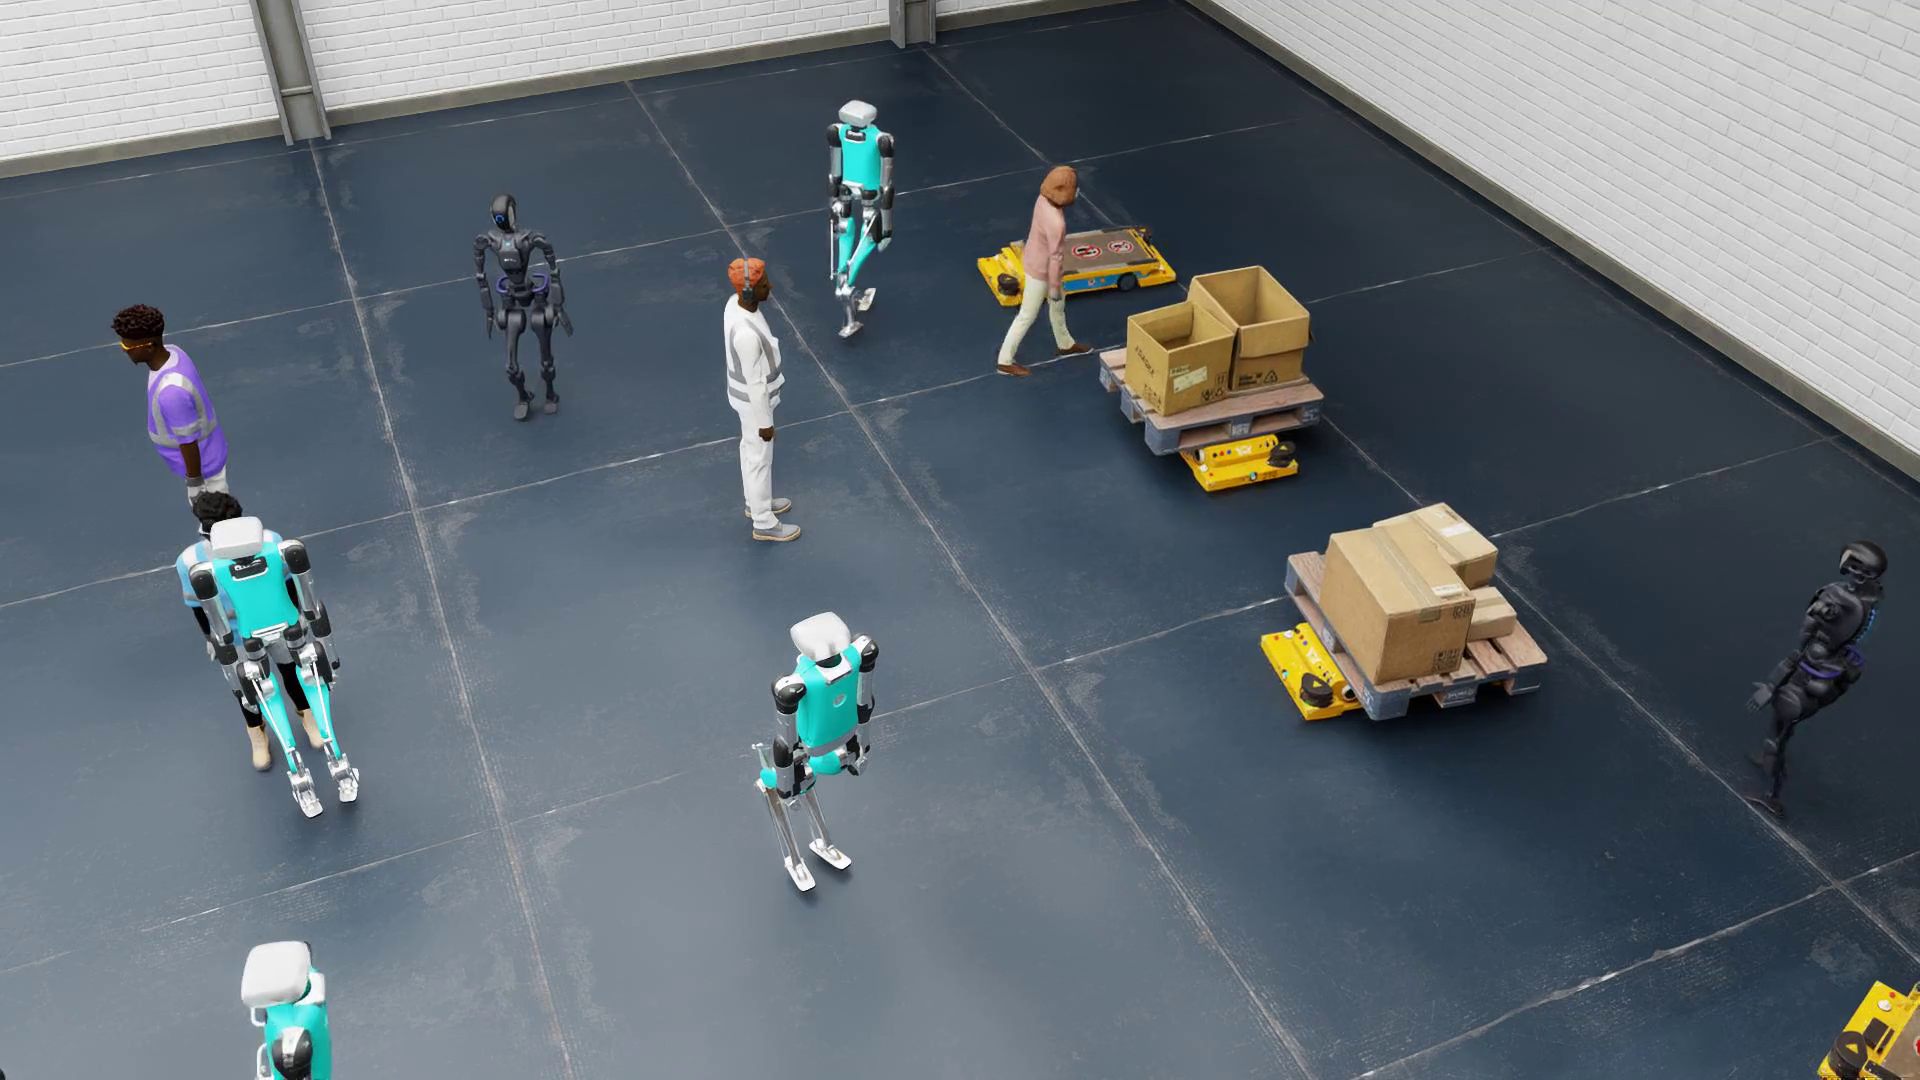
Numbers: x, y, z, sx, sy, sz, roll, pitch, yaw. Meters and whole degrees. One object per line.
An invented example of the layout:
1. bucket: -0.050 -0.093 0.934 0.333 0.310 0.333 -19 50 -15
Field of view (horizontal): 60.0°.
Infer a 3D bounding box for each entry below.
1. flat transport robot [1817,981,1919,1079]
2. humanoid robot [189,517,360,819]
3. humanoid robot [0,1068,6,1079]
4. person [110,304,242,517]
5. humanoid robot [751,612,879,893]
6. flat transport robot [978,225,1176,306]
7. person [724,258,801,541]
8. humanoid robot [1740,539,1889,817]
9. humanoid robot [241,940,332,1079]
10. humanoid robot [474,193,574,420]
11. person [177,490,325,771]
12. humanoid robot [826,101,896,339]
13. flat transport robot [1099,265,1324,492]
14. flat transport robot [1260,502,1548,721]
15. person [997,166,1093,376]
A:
1. flat transport robot: 4.509 2.460 7.072 1.431 0.231 0.659 31 47 34
2. humanoid robot: -3.240 0.719 8.024 0.533 1.677 0.735 -17 41 -20
3. humanoid robot: -3.250 2.411 5.977 0.584 1.646 0.329 10 39 13
4. person: -4.385 -0.479 9.516 0.374 1.958 0.605 -16 40 -19
5. humanoid robot: -0.749 0.931 7.784 0.531 1.697 0.735 -28 45 -31
6. flat transport robot: 0.917 -2.161 13.087 1.431 0.231 0.659 -10 39 -13
7. person: -1.218 -0.848 10.055 0.356 1.882 0.572 -8 38 -11
8. humanoid robot: 4.195 0.679 8.237 0.590 1.648 0.348 -20 42 -24
9. humanoid robot: -2.635 2.193 6.220 0.820 1.764 0.544 -11 39 -14
10. humanoid robot: -2.905 -1.557 11.151 0.589 1.647 0.396 -2 38 -3
11. person: -3.617 0.440 8.524 0.535 1.699 0.322 -18 41 -22
12. humanoid robot: -0.789 -2.228 11.949 0.541 1.726 0.960 18 41 21
13. flat transport robot: 1.695 -0.847 11.375 0.659 0.231 1.431 -12 39 -15
14. flat transport robot: 2.505 0.629 9.455 1.431 0.231 0.659 -9 38 -11
15. person: 0.633 -1.874 11.636 0.788 1.582 0.507 -3 38 -4
